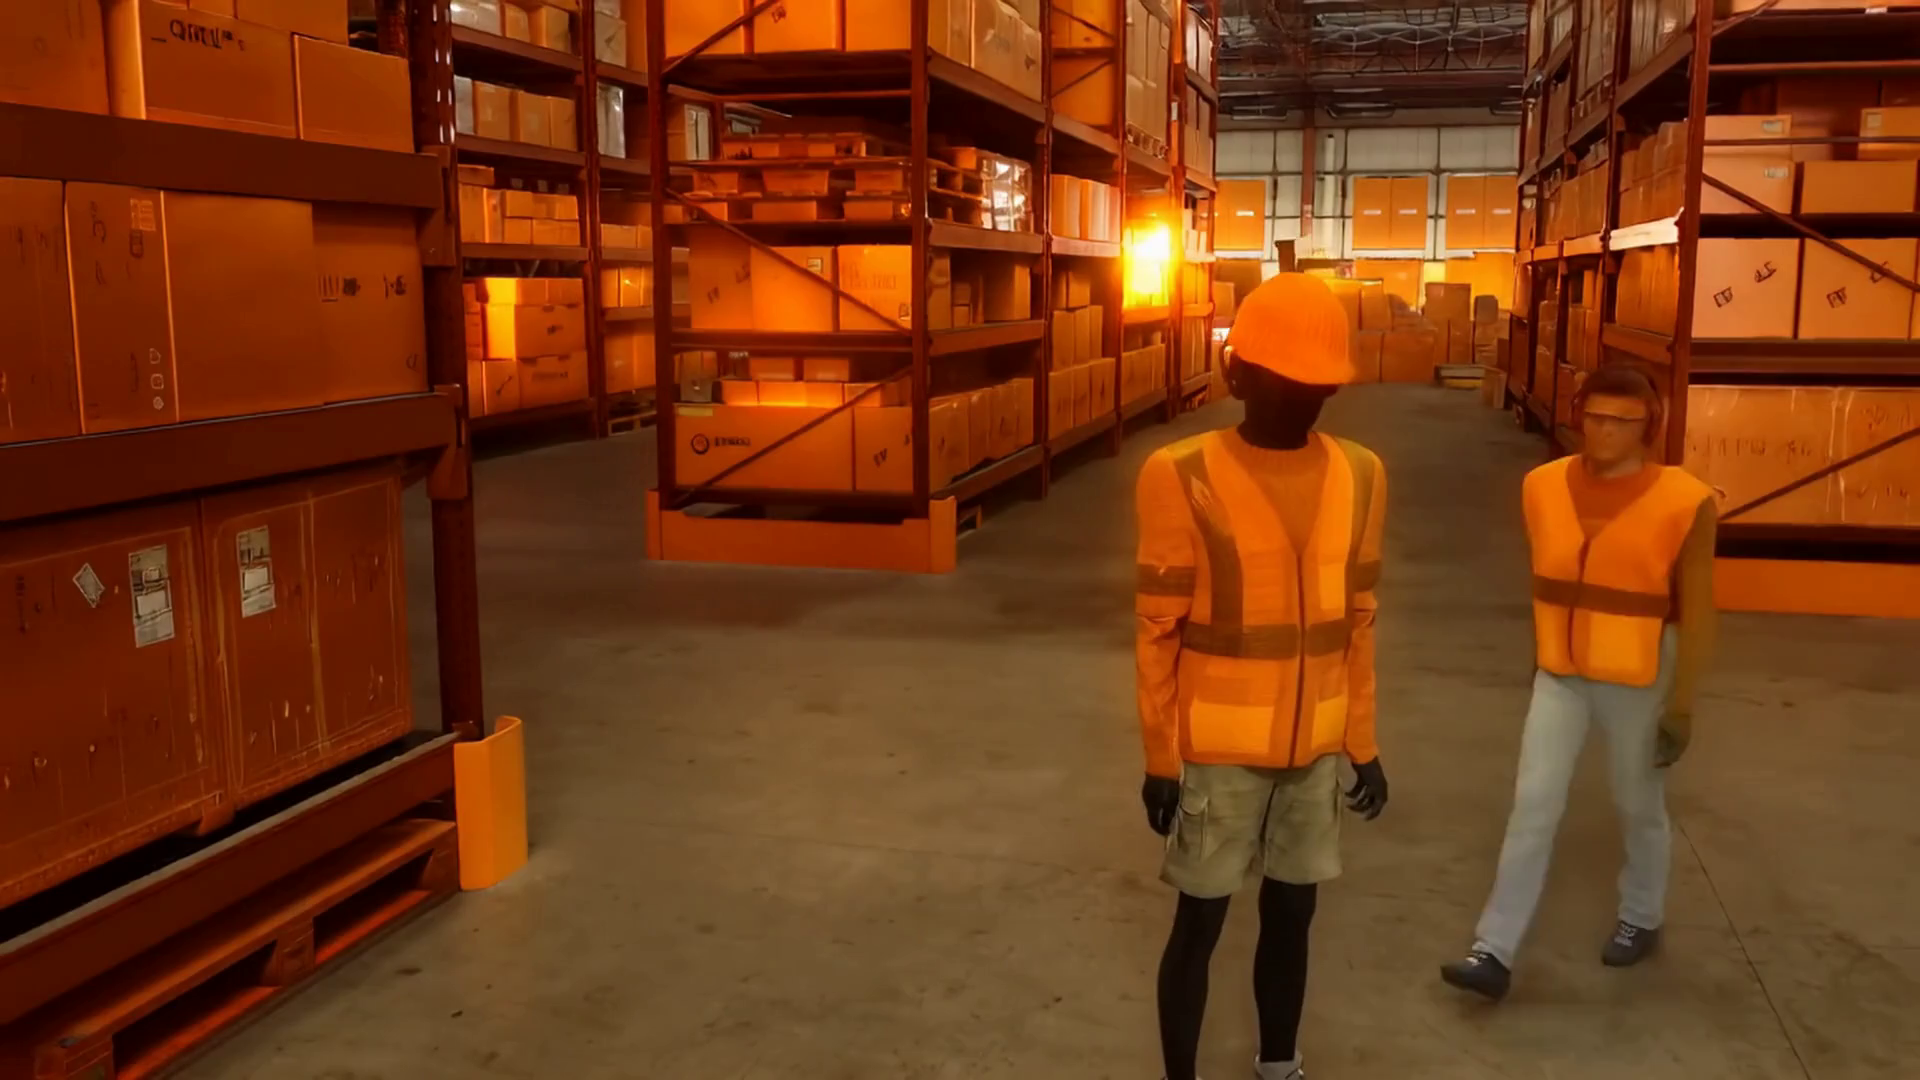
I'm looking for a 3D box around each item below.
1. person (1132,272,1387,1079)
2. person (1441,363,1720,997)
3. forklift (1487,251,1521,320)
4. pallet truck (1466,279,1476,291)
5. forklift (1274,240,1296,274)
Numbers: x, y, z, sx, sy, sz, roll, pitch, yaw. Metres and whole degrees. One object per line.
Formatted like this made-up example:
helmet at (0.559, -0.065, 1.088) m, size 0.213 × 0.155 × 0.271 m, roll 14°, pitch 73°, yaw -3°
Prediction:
person at (0.677, 0.441, 3.656) m, size 0.604 × 2.034 × 0.386 m, roll -3°, pitch 10°, yaw -20°
person at (1.780, 0.405, 4.665) m, size 0.981 × 1.783 × 0.575 m, roll -9°, pitch 12°, yaw -43°
forklift at (15.998, -7.114, 48.972) m, size 1.129 × 2.768 × 1.873 m, roll -2°, pitch 9°, yaw -11°
pallet truck at (18.896, -8.459, 60.307) m, size 1.885 × 1.965 × 0.823 m, roll 5°, pitch 10°, yaw 31°
forklift at (6.983, -5.037, 35.774) m, size 1.873 × 2.768 × 1.129 m, roll 2°, pitch 9°, yaw 15°
